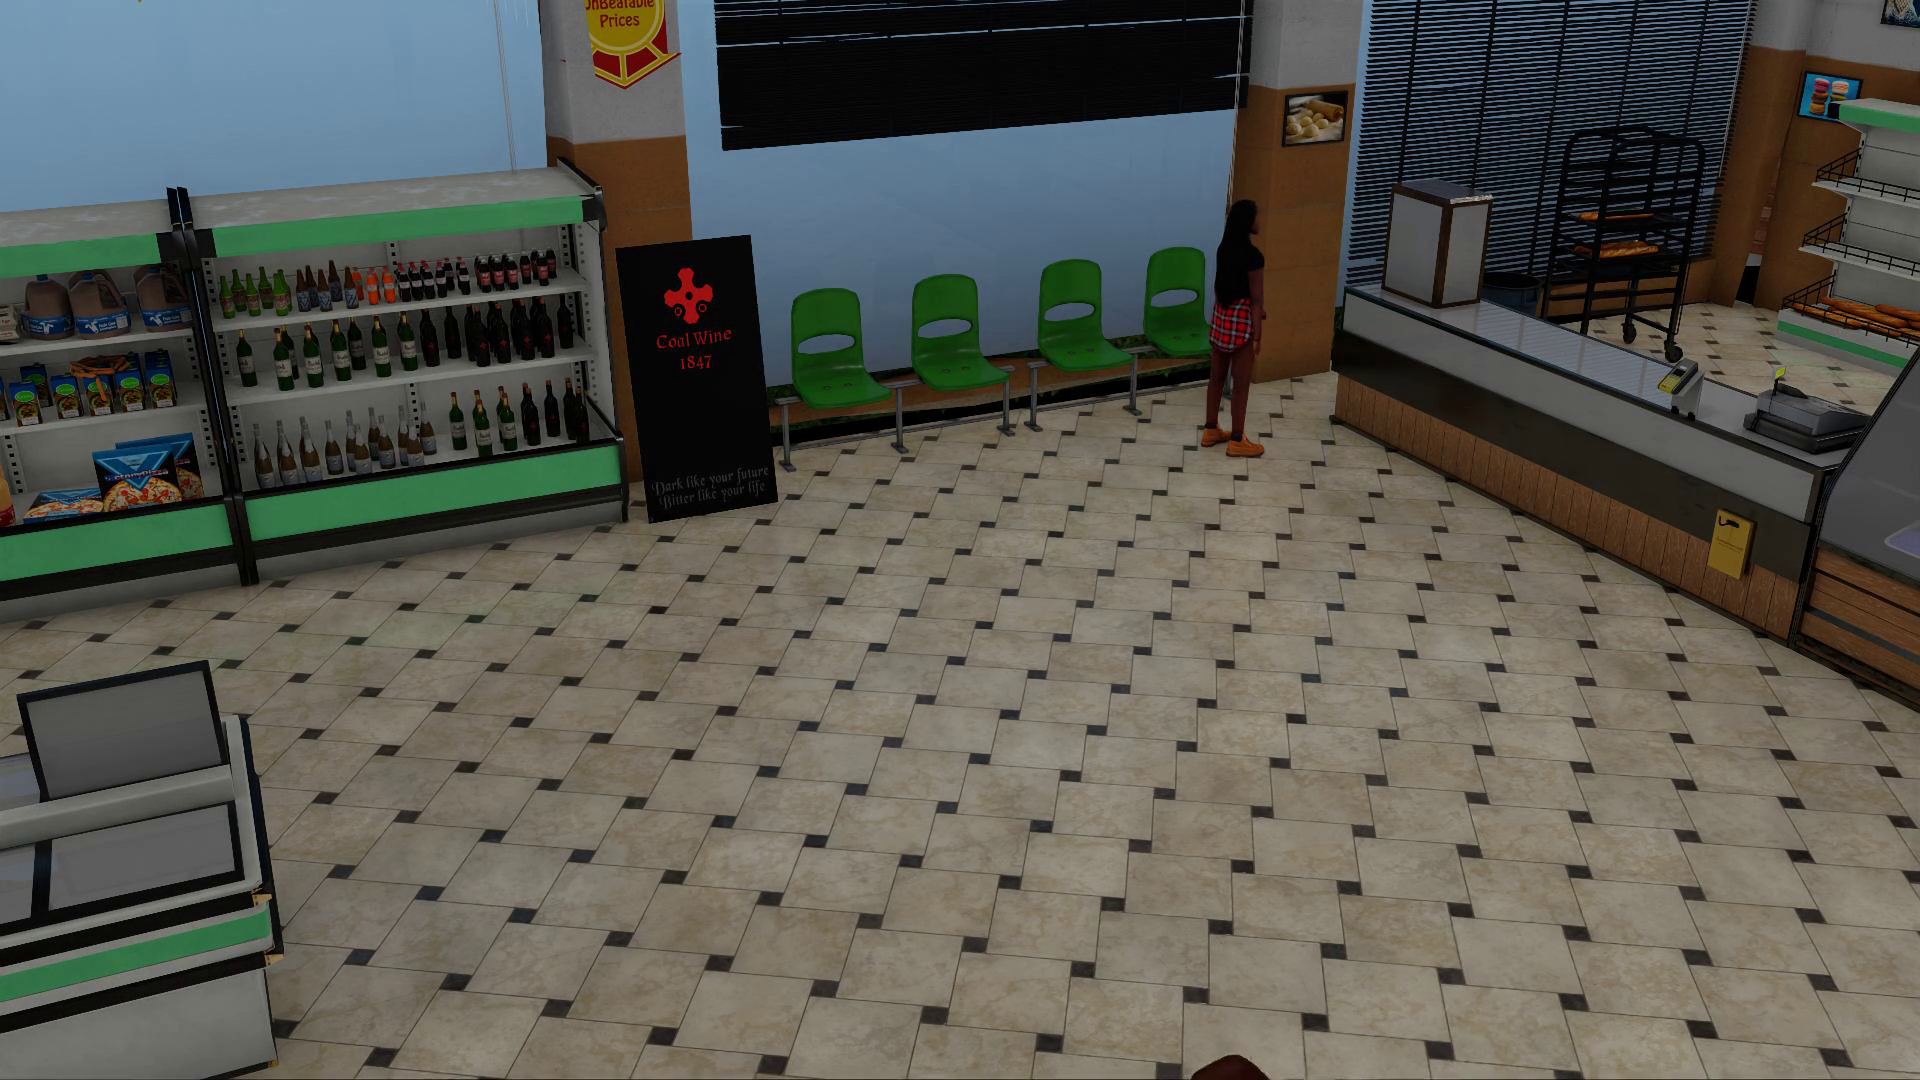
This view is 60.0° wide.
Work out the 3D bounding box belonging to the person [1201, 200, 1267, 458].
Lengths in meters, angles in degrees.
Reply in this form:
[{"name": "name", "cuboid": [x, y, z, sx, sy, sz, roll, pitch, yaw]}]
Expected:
[{"name": "person", "cuboid": [1.867, -1.431, 11.243, 0.611, 1.725, 0.625, -13, 27, -28]}]
